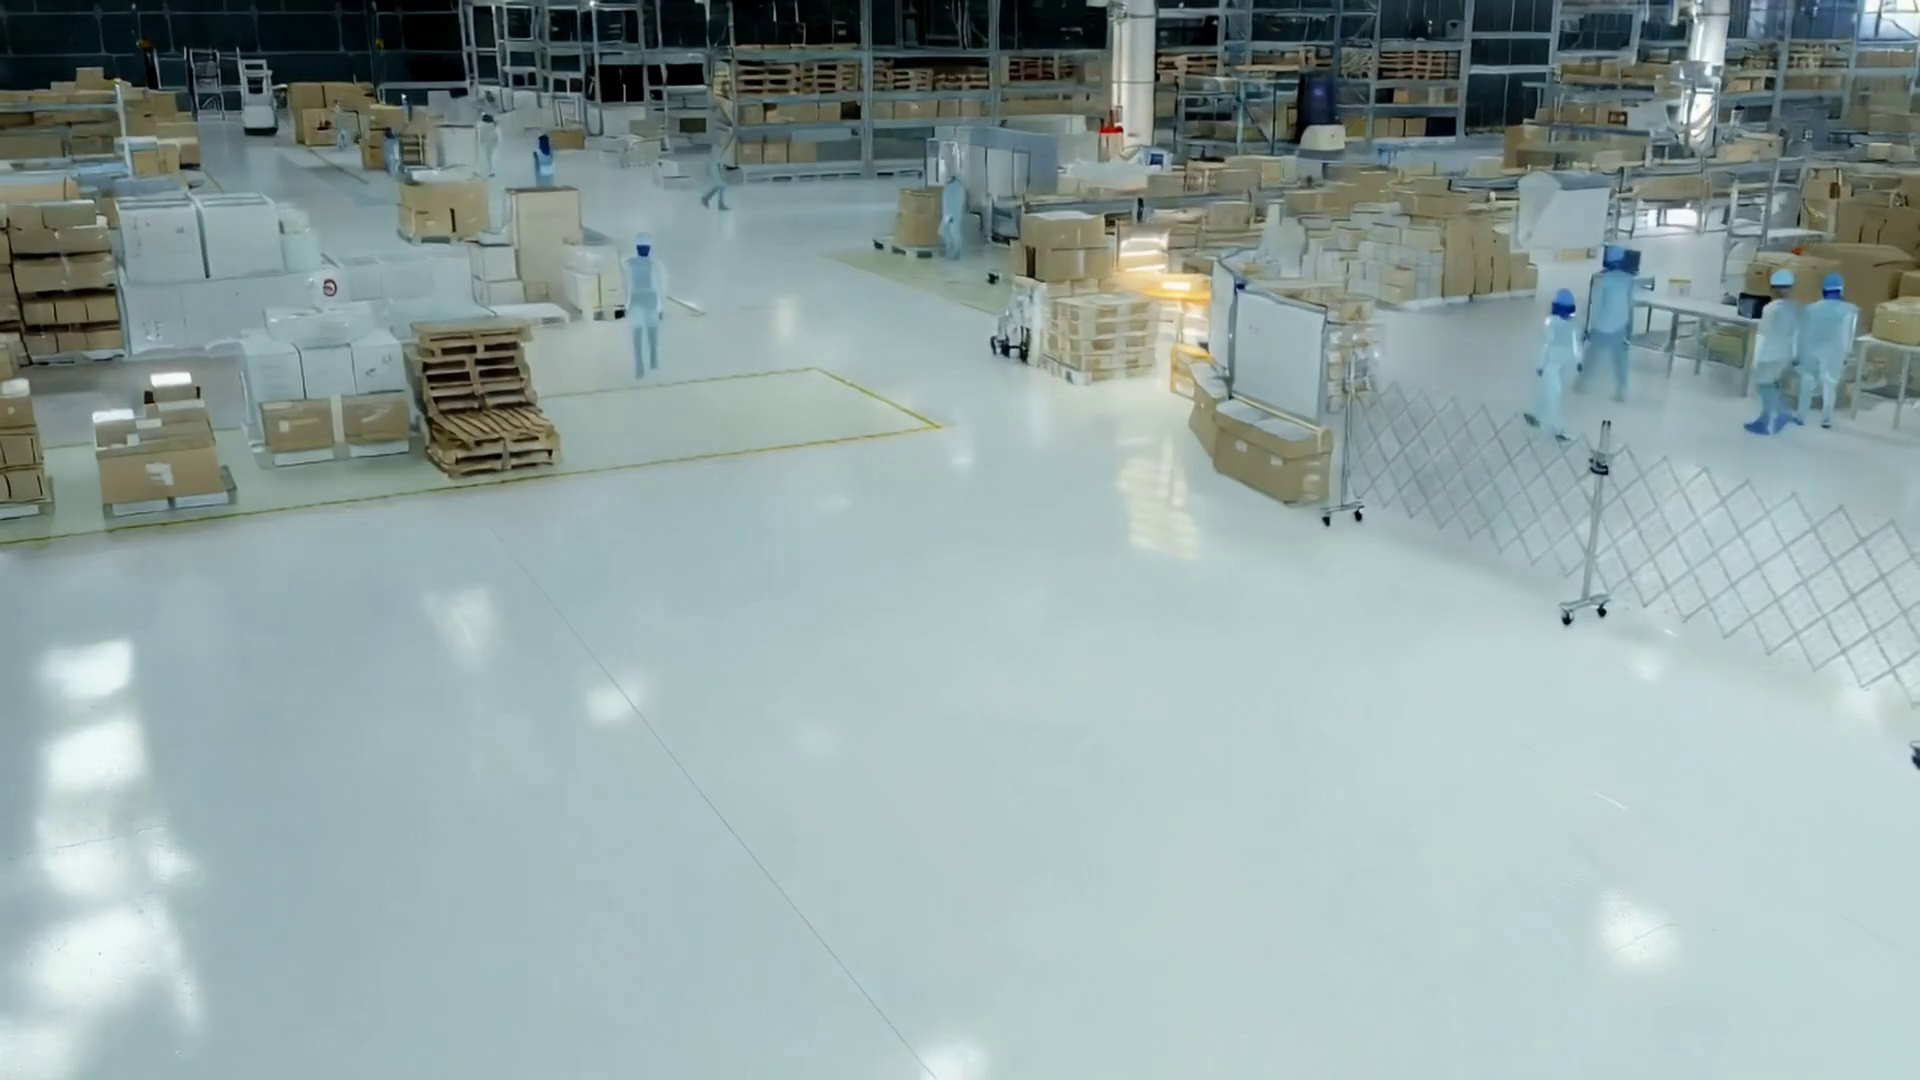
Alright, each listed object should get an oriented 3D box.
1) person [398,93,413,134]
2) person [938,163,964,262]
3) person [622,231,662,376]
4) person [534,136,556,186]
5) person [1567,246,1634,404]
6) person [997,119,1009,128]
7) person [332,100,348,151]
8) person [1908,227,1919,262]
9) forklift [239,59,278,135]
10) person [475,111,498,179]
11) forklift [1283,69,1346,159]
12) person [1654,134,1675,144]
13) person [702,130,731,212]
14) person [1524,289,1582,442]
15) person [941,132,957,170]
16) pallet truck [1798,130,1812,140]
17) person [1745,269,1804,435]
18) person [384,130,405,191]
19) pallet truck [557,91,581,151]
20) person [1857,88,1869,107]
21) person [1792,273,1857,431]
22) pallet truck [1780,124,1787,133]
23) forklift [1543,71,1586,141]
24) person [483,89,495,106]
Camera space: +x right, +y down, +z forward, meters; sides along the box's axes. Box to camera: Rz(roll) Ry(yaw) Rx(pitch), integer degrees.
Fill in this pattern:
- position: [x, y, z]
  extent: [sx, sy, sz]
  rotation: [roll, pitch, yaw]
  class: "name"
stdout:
- position: [-19.086, -14.394, 57.267]
  extent: [0.543, 1.918, 0.568]
  rotation: [3, 18, 10]
  class: "person"
- position: [-0.174, -6.315, 32.122]
  extent: [0.431, 1.892, 0.646]
  rotation: [-8, 19, -23]
  class: "person"
- position: [-4.252, -3.182, 22.350]
  extent: [0.542, 1.902, 0.925]
  rotation: [-2, 18, -6]
  class: "person"
- position: [-9.789, -8.584, 39.208]
  extent: [0.988, 1.878, 0.598]
  rotation: [11, 21, 31]
  class: "person"
- position: [8.082, -2.685, 20.728]
  extent: [0.651, 1.940, 1.041]
  rotation: [-4, 18, -14]
  class: "person"
- position: [1.047, -9.776, 42.737]
  extent: [1.011, 1.990, 0.647]
  rotation: [-9, 20, -25]
  class: "person"
- position: [-21.254, -14.205, 57.034]
  extent: [0.426, 1.684, 0.546]
  rotation: [6, 19, 18]
  class: "person"
- position: [18.392, -5.937, 31.432]
  extent: [0.871, 1.583, 0.525]
  rotation: [0, 18, -1]
  class: "person"
- position: [-27.049, -17.050, 63.990]
  extent: [1.129, 2.768, 1.873]
  rotation: [-6, 19, -18]
  class: "forklift"
- position: [-13.639, -11.410, 47.982]
  extent: [0.634, 1.908, 0.875]
  rotation: [4, 18, 11]
  class: "person"
- position: [11.615, -13.871, 54.079]
  extent: [1.129, 2.768, 1.873]
  rotation: [-9, 20, -27]
  class: "forklift"
- position: [23.244, -13.566, 54.762]
  extent: [0.931, 1.870, 0.640]
  rotation: [-6, 19, -18]
  class: "person"
- position: [-5.889, -8.883, 40.030]
  extent: [0.586, 1.948, 0.635]
  rotation: [-8, 19, -23]
  class: "person"
- position: [6.820, -2.051, 19.118]
  extent: [0.490, 1.711, 0.855]
  rotation: [-8, 20, -24]
  class: "person"
- position: [-0.281, -9.669, 42.919]
  extent: [0.550, 1.671, 0.654]
  rotation: [11, 21, 30]
  class: "person"
- position: [25.526, -11.556, 49.408]
  extent: [1.630, 1.274, 0.653]
  rotation: [-9, 20, -26]
  class: "pallet truck"
- position: [9.341, -2.109, 18.972]
  extent: [0.553, 1.914, 0.603]
  rotation: [-7, 19, -21]
  class: "person"
- position: [-15.074, -10.100, 44.348]
  extent: [0.671, 1.613, 0.522]
  rotation: [14, 22, 36]
  class: "person"
- position: [-13.495, -14.412, 57.188]
  extent: [0.823, 1.965, 1.885]
  rotation: [-3, 18, -9]
  class: "pallet truck"
- position: [35.182, -16.725, 64.844]
  extent: [0.900, 1.724, 0.536]
  rotation: [-8, 20, -24]
  class: "person"
- position: [10.030, -2.181, 19.323]
  extent: [0.590, 1.833, 0.404]
  rotation: [5, 18, 14]
  class: "person"
- position: [25.206, -12.542, 52.601]
  extent: [1.601, 1.201, 0.680]
  rotation: [0, 18, -2]
  class: "pallet truck"
- position: [18.685, -13.231, 52.085]
  extent: [1.873, 2.768, 1.129]
  rotation: [-9, 20, -26]
  class: "forklift"
- position: [-18.356, -16.704, 64.830]
  extent: [0.538, 1.684, 0.480]
  rotation: [8, 19, 22]
  class: "person"
